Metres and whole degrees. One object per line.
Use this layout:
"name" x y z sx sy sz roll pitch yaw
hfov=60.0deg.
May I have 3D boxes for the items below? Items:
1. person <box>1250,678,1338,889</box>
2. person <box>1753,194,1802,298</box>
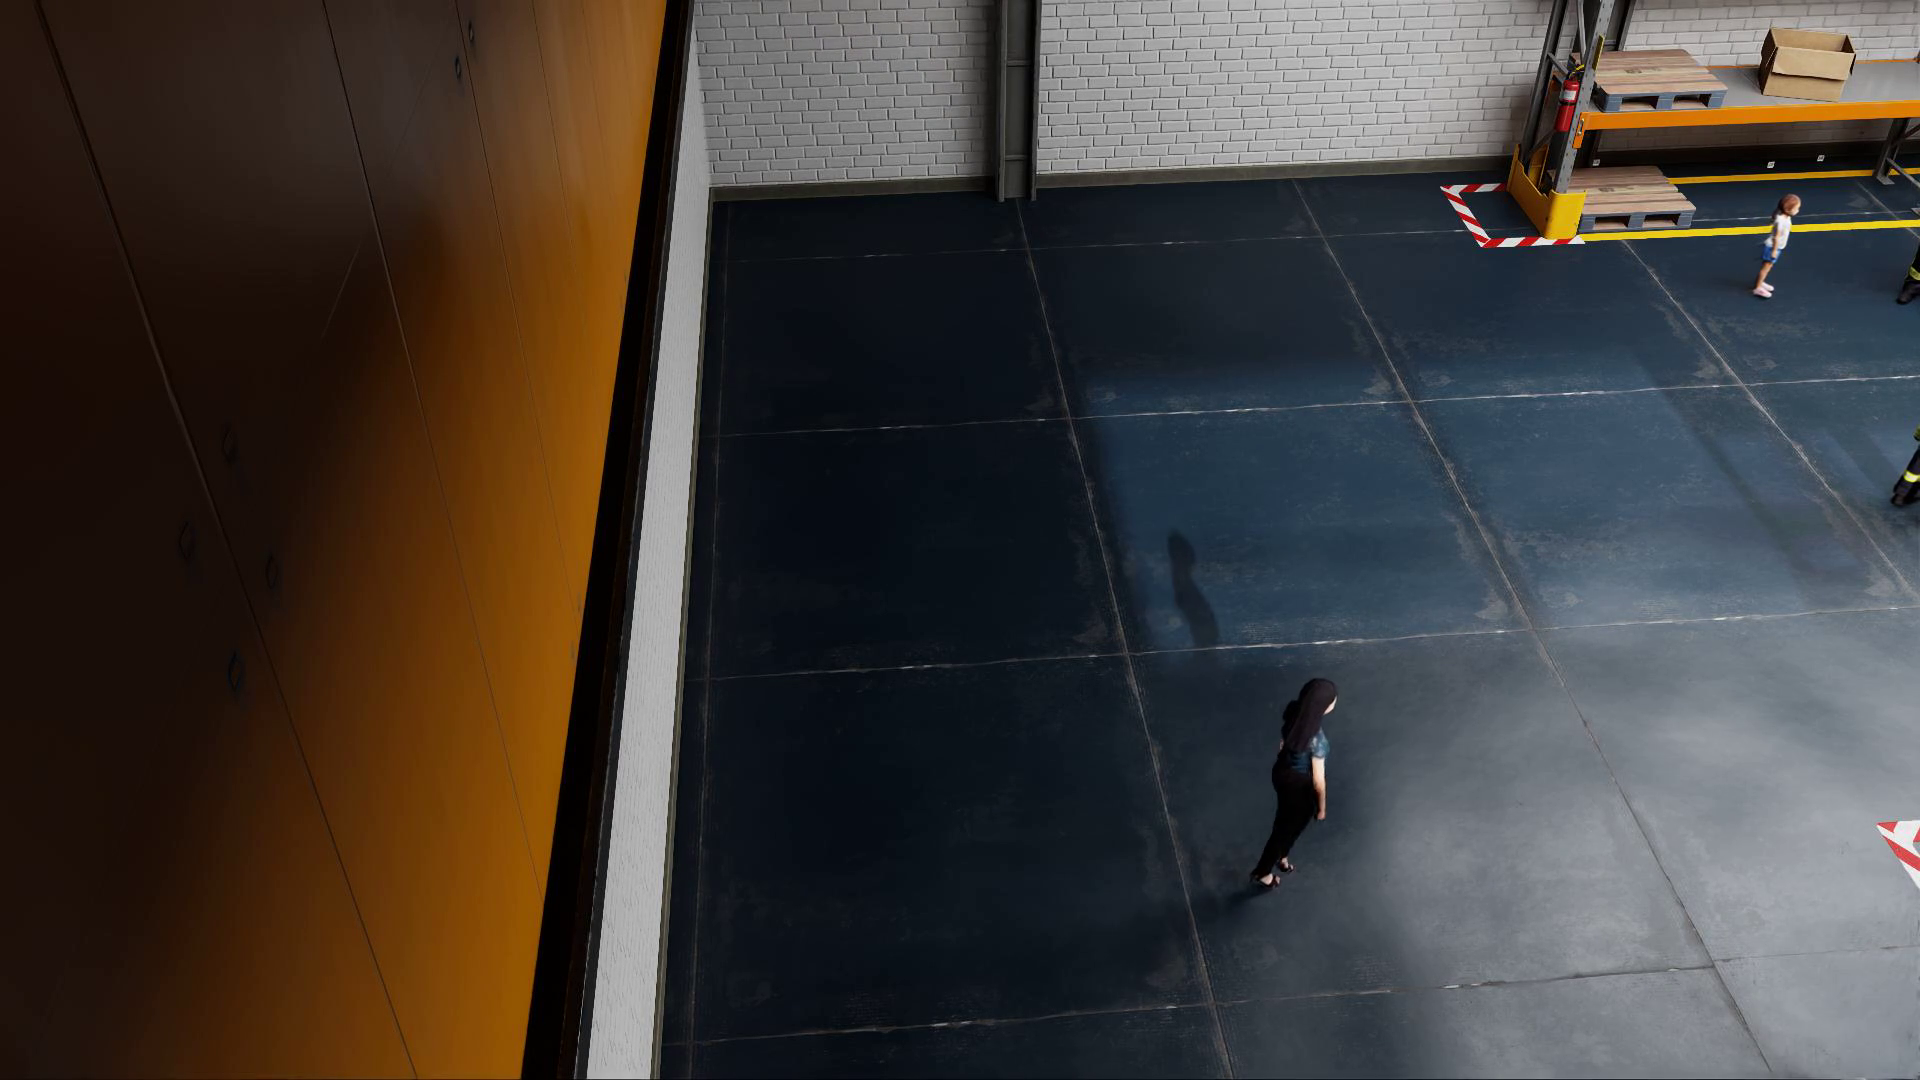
"person" 1.886 1.467 9.756 0.678 1.723 0.636 -9 40 -11
"person" 7.664 -2.789 15.649 0.554 1.019 0.498 24 44 27
